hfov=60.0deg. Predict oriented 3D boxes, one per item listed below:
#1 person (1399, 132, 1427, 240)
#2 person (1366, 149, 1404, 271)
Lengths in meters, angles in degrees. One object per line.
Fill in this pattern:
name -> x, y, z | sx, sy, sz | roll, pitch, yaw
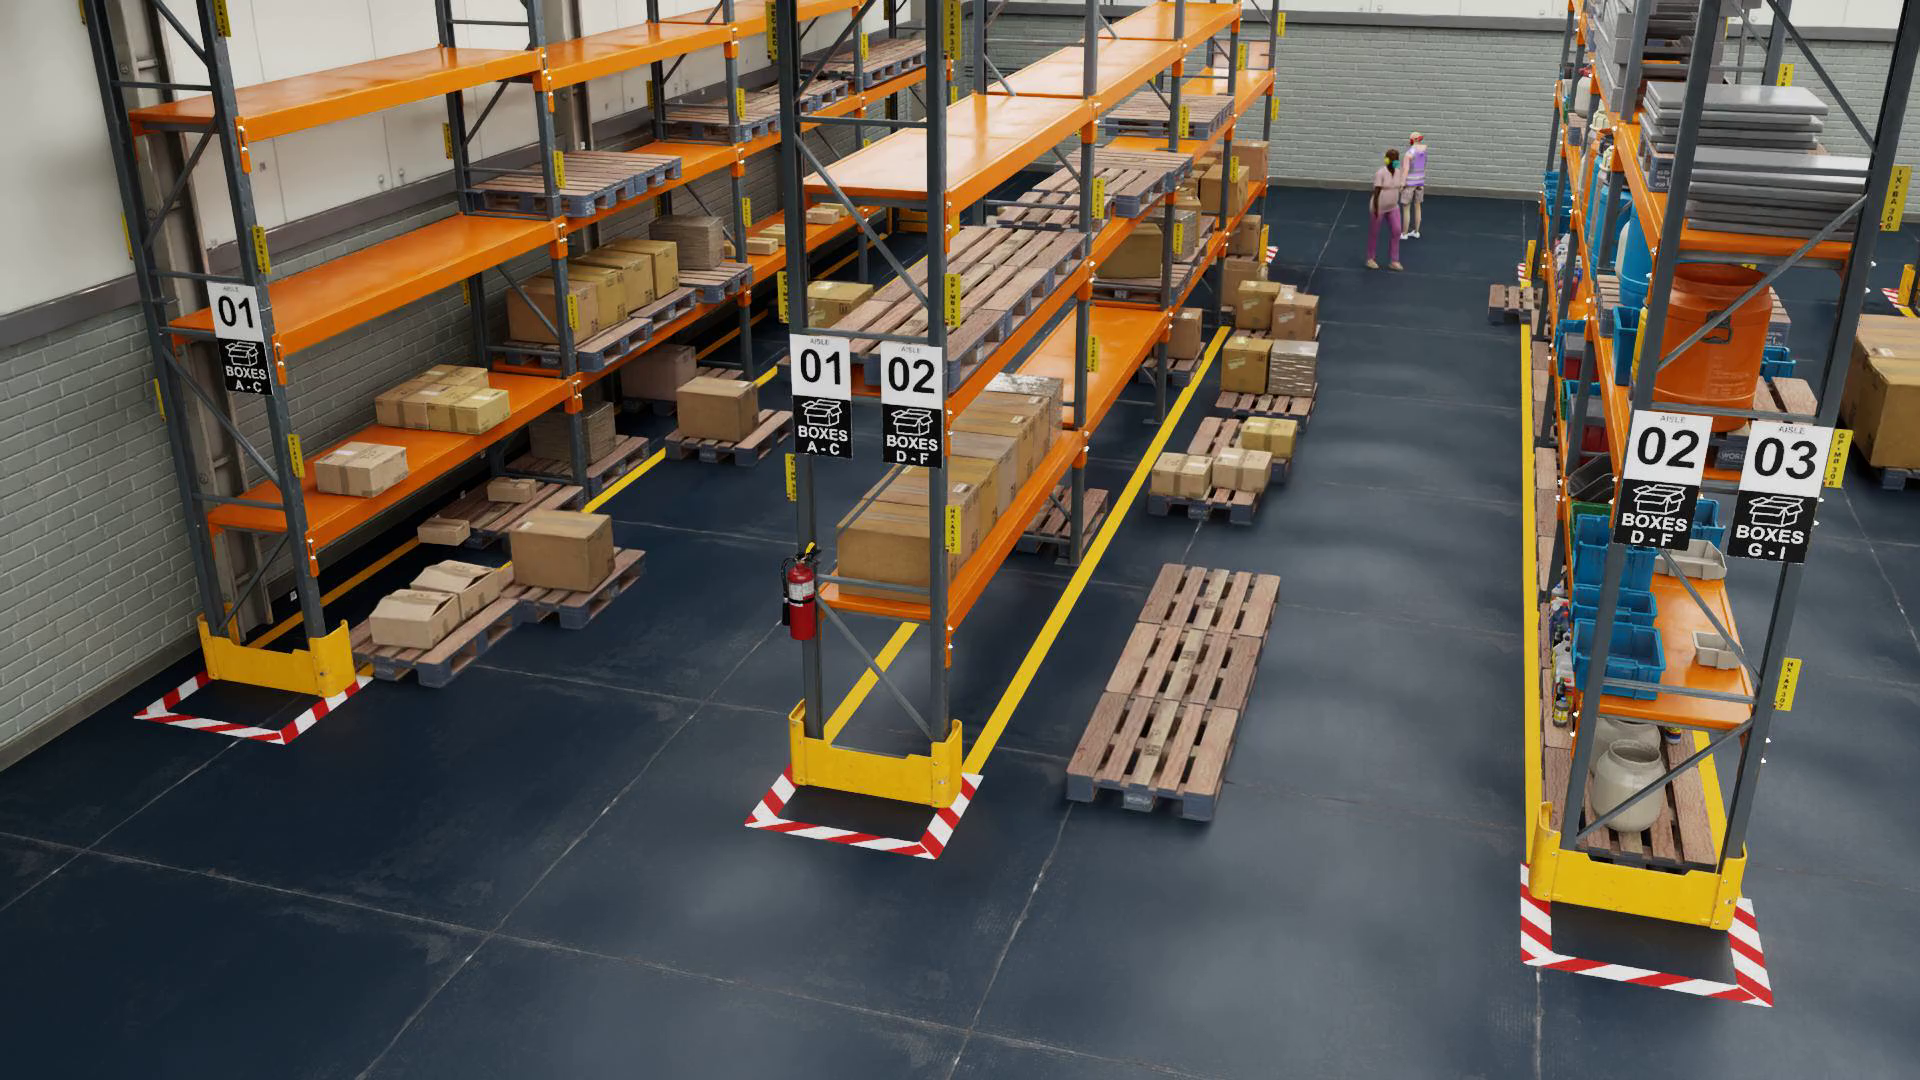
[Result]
person -> 7.182, -5.622, 26.422 | 0.489, 1.688, 0.352 | -14, 27, -29
person -> 6.309, -4.841, 24.507 | 0.508, 1.775, 0.769 | -8, 24, -17
